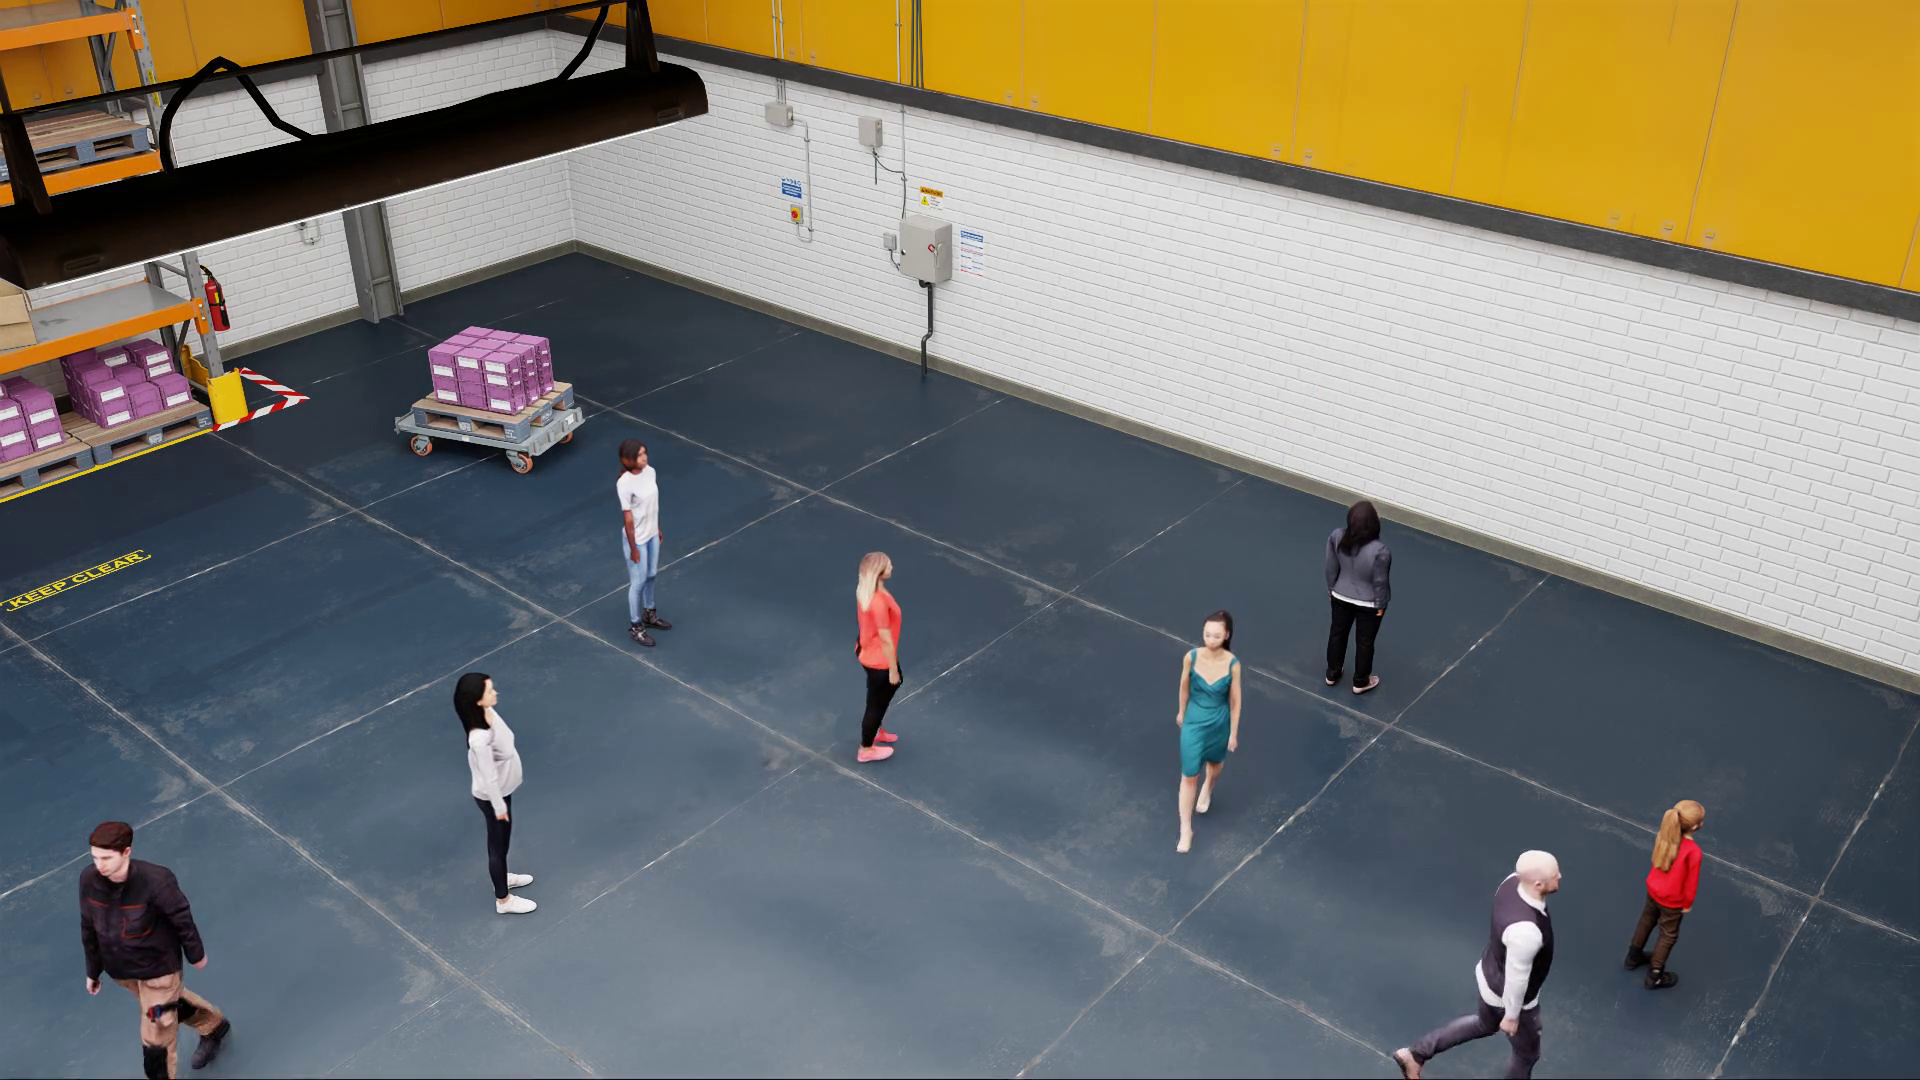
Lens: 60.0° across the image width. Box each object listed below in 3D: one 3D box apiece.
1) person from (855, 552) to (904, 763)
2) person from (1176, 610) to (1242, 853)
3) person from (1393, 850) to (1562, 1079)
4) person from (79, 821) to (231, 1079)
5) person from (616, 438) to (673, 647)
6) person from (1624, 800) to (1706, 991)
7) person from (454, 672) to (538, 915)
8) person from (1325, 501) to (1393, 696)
[{"bbox_3d":[-0.669,0.839,11.589,0.776,1.678,0.744,-9,30,-16],"label":"person"},{"bbox_3d":[1.657,1.190,10.980,0.849,1.645,1.093,8,30,15],"label":"person"},{"bbox_3d":[2.785,2.348,8.702,1.135,1.794,1.182,4,29,6],"label":"person"},{"bbox_3d":[-4.268,2.220,8.848,1.099,1.879,1.339,5,29,8],"label":"person"},{"bbox_3d":[-2.512,-0.011,13.104,0.697,1.719,0.549,12,31,21],"label":"person"},{"bbox_3d":[4.158,2.064,9.757,0.616,1.282,0.570,-7,29,-13],"label":"person"},{"bbox_3d":[-2.887,1.543,10.276,0.735,1.700,0.710,-8,30,-13],"label":"person"},{"bbox_3d":[2.980,0.415,12.454,0.645,1.593,0.633,22,35,34],"label":"person"}]
